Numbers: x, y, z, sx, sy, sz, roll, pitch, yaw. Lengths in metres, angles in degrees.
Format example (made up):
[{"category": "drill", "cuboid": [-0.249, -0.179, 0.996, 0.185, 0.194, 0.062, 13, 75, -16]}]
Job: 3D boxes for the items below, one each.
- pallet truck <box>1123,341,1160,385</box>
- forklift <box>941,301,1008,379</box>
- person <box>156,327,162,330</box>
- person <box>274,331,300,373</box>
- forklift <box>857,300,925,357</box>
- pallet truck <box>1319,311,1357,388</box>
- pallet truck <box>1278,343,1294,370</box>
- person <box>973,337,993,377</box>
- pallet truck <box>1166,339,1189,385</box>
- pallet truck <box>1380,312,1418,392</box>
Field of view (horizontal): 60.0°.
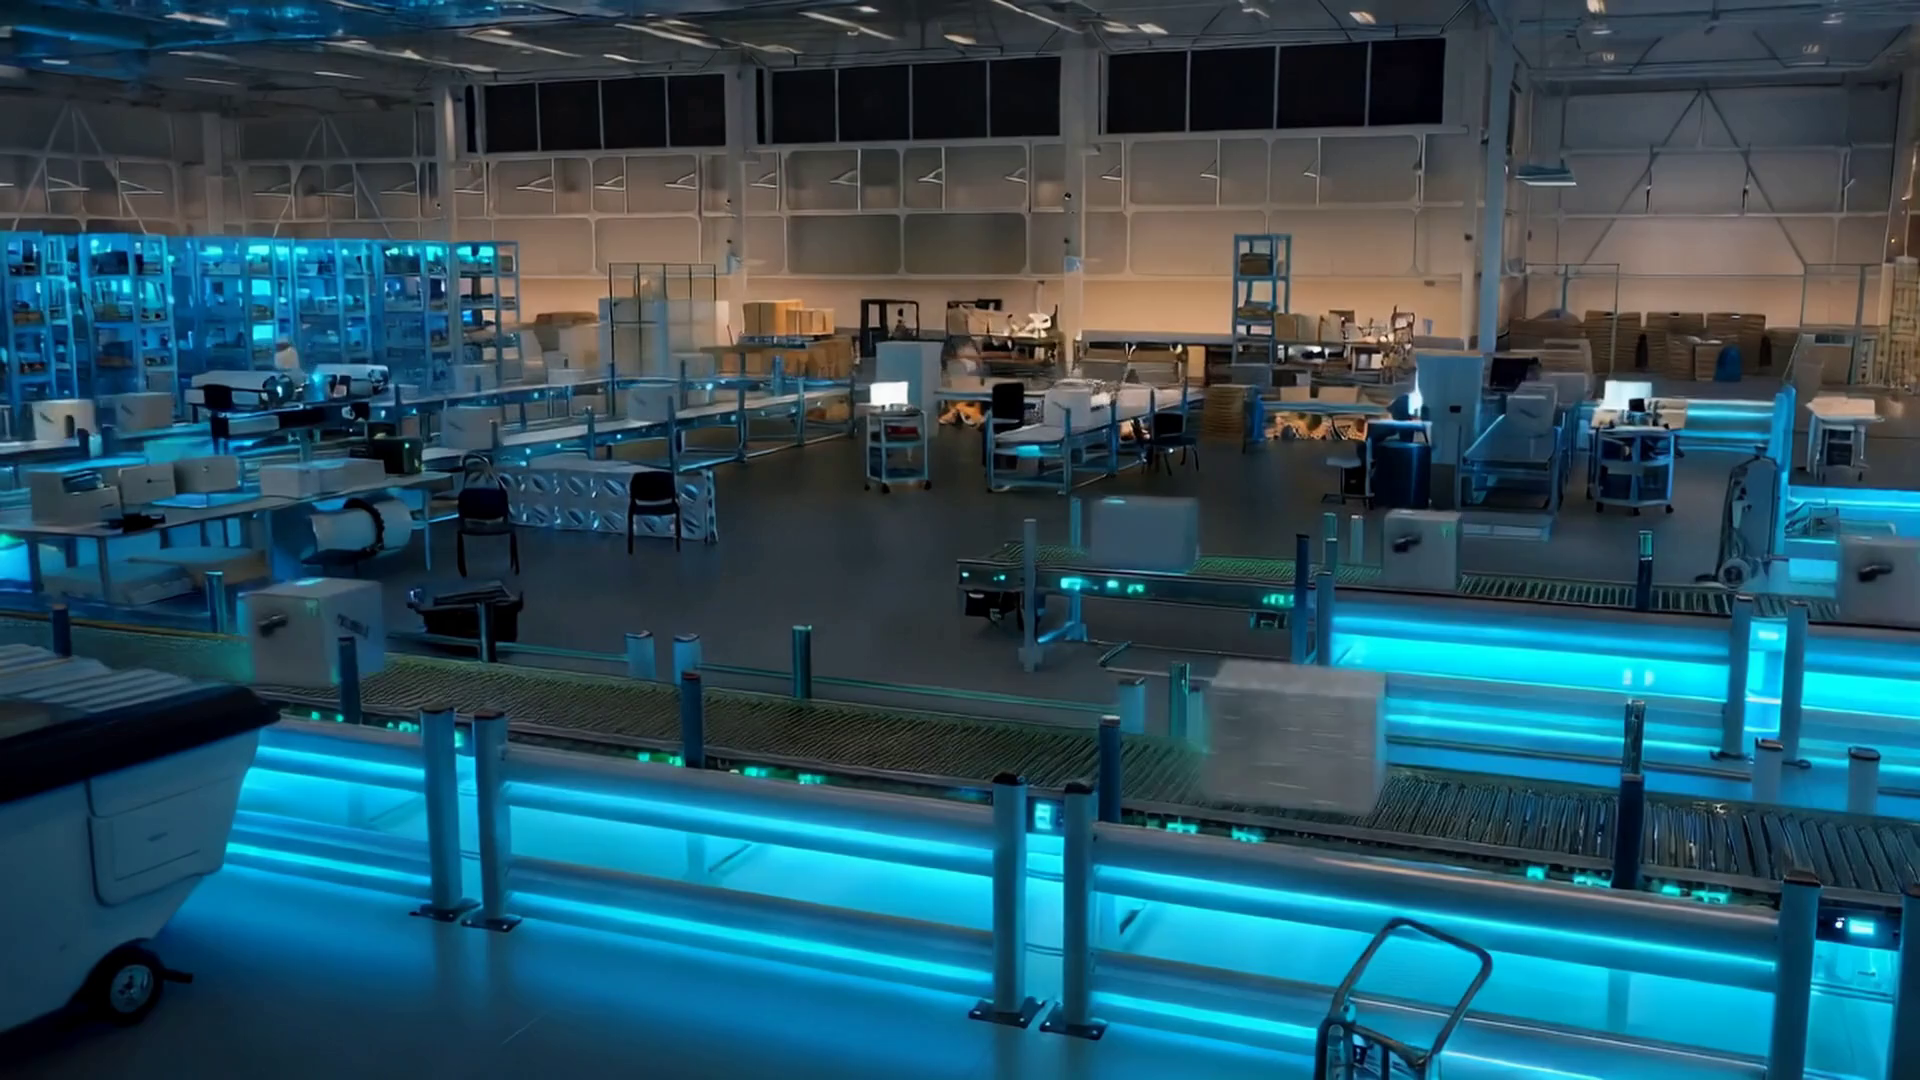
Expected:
[{"category": "pallet truck", "cuboid": [4.445, -4.380, 41.279, 0.680, 1.201, 1.601, 4, 10, 22]}, {"category": "forklift", "cuboid": [0.365, -4.966, 41.571, 1.157, 1.987, 2.680, 3, 10, 20]}, {"category": "person", "cuboid": [-17.861, -3.991, 37.116, 0.573, 1.831, 0.405, -7, 11, -35]}, {"category": "person", "cuboid": [-12.496, -2.971, 30.952, 0.611, 1.820, 0.517, 5, 11, 29]}, {"category": "forklift", "cuboid": [-1.732, -5.109, 42.468, 1.157, 1.987, 2.680, 4, 10, 22]}, {"category": "pallet truck", "cuboid": [9.071, -4.419, 39.190, 0.823, 1.965, 1.885, 5, 10, 26]}, {"category": "pallet truck", "cuboid": [7.886, -4.163, 39.743, 0.653, 1.274, 1.630, 4, 10, 22]}, {"category": "person", "cuboid": [0.621, -4.126, 37.761, 0.864, 1.872, 0.680, -2, 10, -13]}, {"category": "pallet truck", "cuboid": [5.418, -4.269, 40.420, 0.704, 1.261, 1.522, 3, 10, 20]}, {"category": "pallet truck", "cuboid": [10.207, -4.283, 38.369, 0.823, 1.965, 1.885, 3, 10, 20]}]
